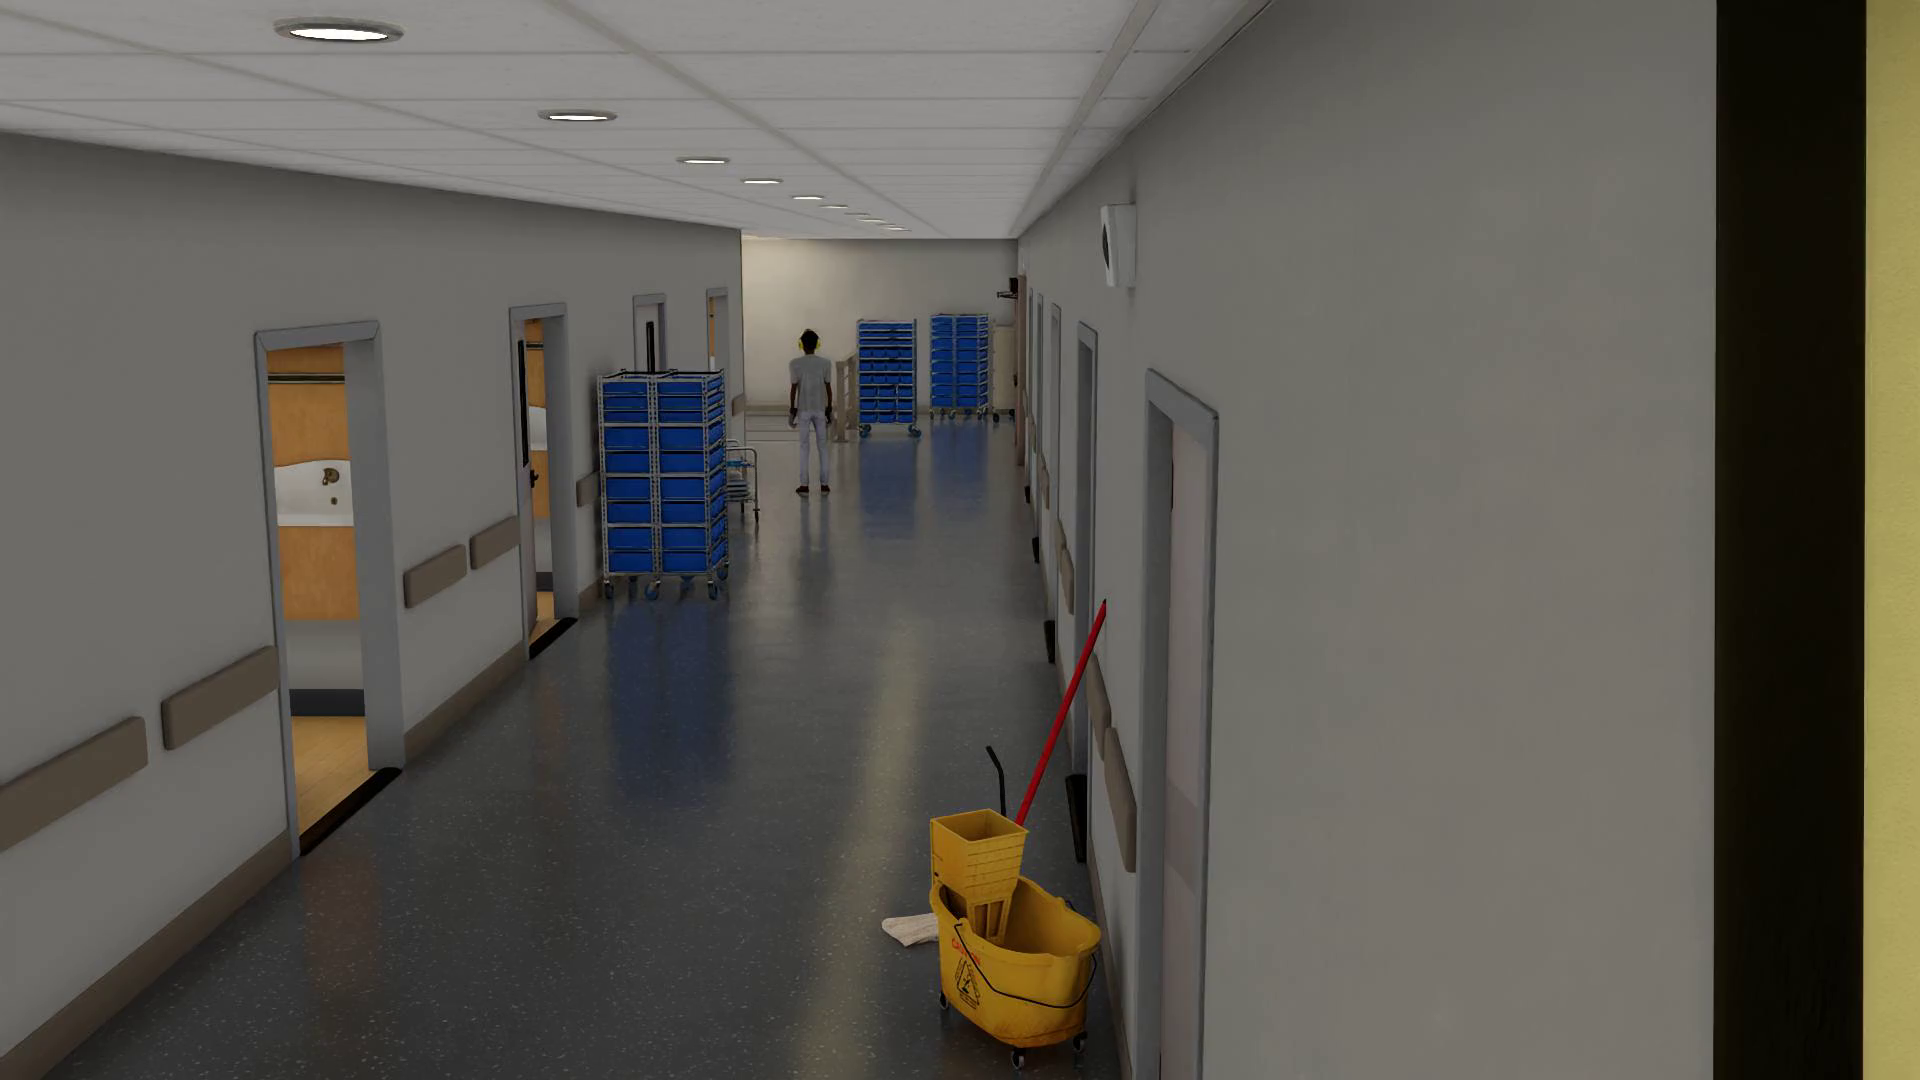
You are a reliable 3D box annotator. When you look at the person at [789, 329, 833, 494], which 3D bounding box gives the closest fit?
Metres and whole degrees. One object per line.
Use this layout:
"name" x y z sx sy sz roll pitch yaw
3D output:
"person" -1.692 -1.455 18.881 0.510 1.877 0.329 -3 10 -16
